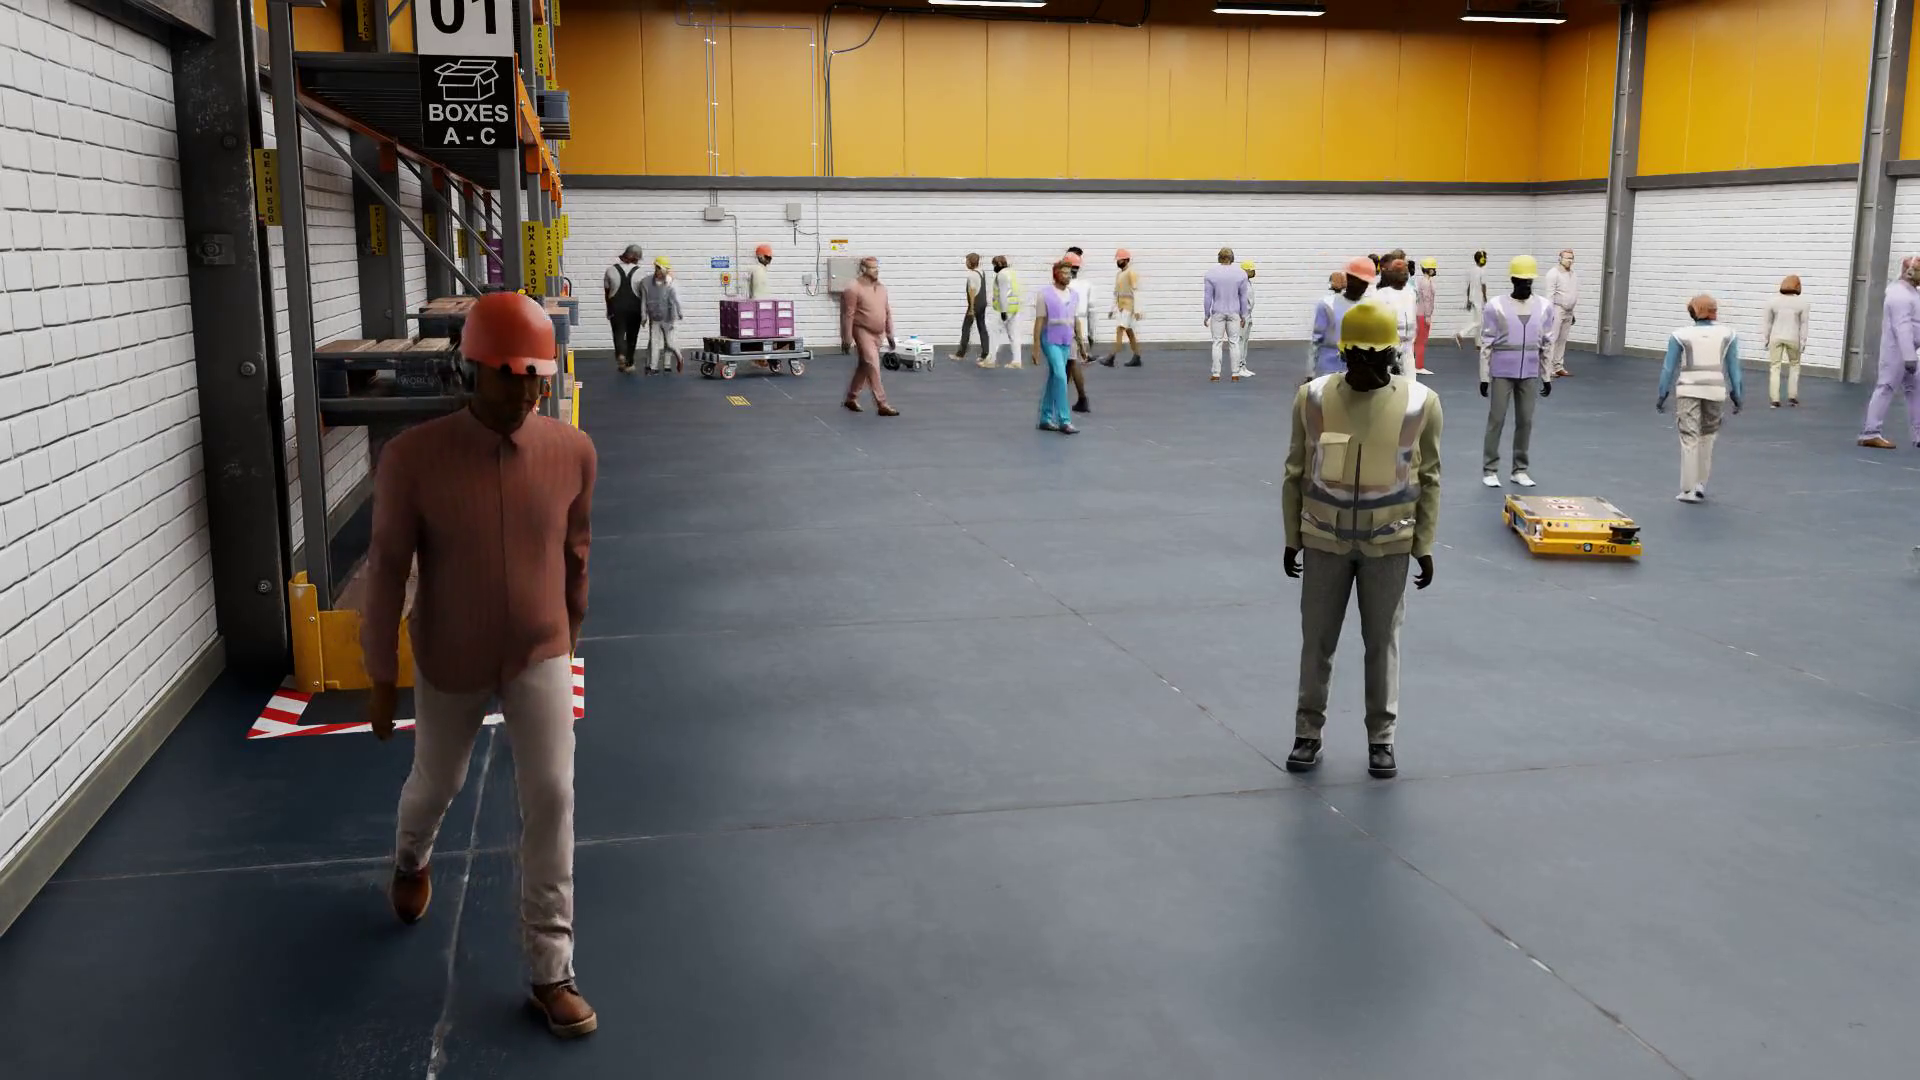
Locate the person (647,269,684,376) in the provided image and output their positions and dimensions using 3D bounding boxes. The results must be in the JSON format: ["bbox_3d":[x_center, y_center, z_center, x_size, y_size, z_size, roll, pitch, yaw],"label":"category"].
[{"bbox_3d":[-4.487,-3.313,25.252,0.499,1.609,0.696,4,11,21],"label":"person"}]

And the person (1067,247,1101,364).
[{"bbox_3d":[1.879,-3.823,27.256,0.779,1.934,0.631,0,10,-1],"label":"person"}]

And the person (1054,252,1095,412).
[{"bbox_3d":[1.291,-2.497,19.964,0.565,1.882,0.975,-7,12,-33],"label":"person"}]

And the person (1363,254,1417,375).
[{"bbox_3d":[4.590,-2.108,17.791,0.598,1.893,0.768,6,12,31],"label":"person"}]

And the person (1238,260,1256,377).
[{"bbox_3d":[4.294,-3.329,24.978,0.294,1.744,0.487,4,11,22],"label":"person"}]

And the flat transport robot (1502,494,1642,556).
[{"bbox_3d":[4.116,-0.118,11.261,0.652,0.197,1.431,2,11,10],"label":"flat transport robot"}]

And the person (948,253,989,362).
[{"bbox_3d":[0.182,-3.860,27.721,0.775,1.819,0.541,6,12,31],"label":"person"}]

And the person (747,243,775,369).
[{"bbox_3d":[-3.125,-3.691,26.333,0.442,1.974,0.638,0,10,2],"label":"person"}]

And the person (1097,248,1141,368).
[{"bbox_3d":[2.548,-3.701,26.610,0.946,1.892,0.573,-4,11,-20],"label":"person"}]

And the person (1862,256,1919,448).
[{"bbox_3d":[9.280,-1.801,16.134,0.873,1.872,0.683,7,13,35],"label":"person"}]

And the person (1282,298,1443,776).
[{"bbox_3d":[1.517,-0.004,6.337,0.588,1.822,0.403,3,11,17],"label":"person"}]

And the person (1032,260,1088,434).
[{"bbox_3d":[1.104,-2.025,17.529,0.592,1.811,0.835,-10,14,-44],"label":"person"}]

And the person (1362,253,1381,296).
[{"bbox_3d":[5.216,-2.694,21.125,0.528,1.864,0.315,2,10,10],"label":"person"}]

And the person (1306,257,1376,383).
[{"bbox_3d":[3.214,-1.399,13.870,0.568,1.898,0.502,-1,10,-4],"label":"person"}]

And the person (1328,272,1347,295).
[{"bbox_3d":[5.246,-2.893,22.937,0.756,1.602,0.497,0,10,1],"label":"person"}]

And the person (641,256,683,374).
[{"bbox_3d":[-4.517,-3.422,25.354,0.621,1.795,0.517,4,11,20],"label":"person"}]

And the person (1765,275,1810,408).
[{"bbox_3d":[10.118,-2.430,20.362,0.503,1.613,0.620,7,12,35],"label":"person"}]

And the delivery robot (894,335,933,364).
[{"bbox_3d":[-0.720,-2.952,25.922,0.477,0.478,0.707,-7,12,-34],"label":"delivery robot"}]

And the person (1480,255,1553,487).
[{"bbox_3d":[4.595,-1.384,13.726,0.600,1.916,0.408,-1,10,-4],"label":"person"}]

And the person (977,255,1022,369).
[{"bbox_3d":[0.644,-3.612,26.440,0.828,1.786,0.681,5,11,24],"label":"person"}]

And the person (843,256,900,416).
[{"bbox_3d":[-1.069,-2.403,19.538,0.985,1.862,0.661,8,13,38],"label":"person"}]

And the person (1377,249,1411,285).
[{"bbox_3d":[6.766,-3.611,26.111,0.444,1.900,0.655,-9,14,-41],"label":"person"}]

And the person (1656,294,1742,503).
[{"bbox_3d":[5.781,-1.107,13.012,0.614,1.611,0.625,2,10,9],"label":"person"}]

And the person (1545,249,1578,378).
[{"bbox_3d":[8.982,-3.378,24.805,0.643,1.905,0.399,-7,13,-36],"label":"person"}]

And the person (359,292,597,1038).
[{"bbox_3d":[-1.335,0.275,4.547,0.643,1.928,1.070,-7,12,-32],"label":"person"}]

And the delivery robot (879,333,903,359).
[{"bbox_3d":[-1.093,-3.063,26.535,0.477,0.478,0.707,-8,13,-36],"label":"delivery robot"}]

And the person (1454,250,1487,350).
[{"bbox_3d":[9.476,-4.395,30.581,0.701,1.856,0.524,-2,10,-11],"label":"person"}]

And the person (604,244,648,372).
[{"bbox_3d":[-5.089,-3.564,25.454,0.688,2.000,0.794,-1,10,-6],"label":"person"}]

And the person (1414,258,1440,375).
[{"bbox_3d":[7.099,-3.402,25.316,0.319,1.767,0.534,1,10,7],"label":"person"}]

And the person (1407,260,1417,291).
[{"bbox_3d":[7.548,-3.872,28.115,0.318,1.697,0.535,-1,10,-5],"label":"person"}]

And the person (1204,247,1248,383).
[{"bbox_3d":[3.796,-3.215,23.817,0.627,1.935,0.371,1,10,4],"label":"person"}]

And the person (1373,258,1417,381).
[{"bbox_3d":[4.542,-2.024,17.460,0.585,1.852,0.932,-5,11,-27],"label":"person"}]
